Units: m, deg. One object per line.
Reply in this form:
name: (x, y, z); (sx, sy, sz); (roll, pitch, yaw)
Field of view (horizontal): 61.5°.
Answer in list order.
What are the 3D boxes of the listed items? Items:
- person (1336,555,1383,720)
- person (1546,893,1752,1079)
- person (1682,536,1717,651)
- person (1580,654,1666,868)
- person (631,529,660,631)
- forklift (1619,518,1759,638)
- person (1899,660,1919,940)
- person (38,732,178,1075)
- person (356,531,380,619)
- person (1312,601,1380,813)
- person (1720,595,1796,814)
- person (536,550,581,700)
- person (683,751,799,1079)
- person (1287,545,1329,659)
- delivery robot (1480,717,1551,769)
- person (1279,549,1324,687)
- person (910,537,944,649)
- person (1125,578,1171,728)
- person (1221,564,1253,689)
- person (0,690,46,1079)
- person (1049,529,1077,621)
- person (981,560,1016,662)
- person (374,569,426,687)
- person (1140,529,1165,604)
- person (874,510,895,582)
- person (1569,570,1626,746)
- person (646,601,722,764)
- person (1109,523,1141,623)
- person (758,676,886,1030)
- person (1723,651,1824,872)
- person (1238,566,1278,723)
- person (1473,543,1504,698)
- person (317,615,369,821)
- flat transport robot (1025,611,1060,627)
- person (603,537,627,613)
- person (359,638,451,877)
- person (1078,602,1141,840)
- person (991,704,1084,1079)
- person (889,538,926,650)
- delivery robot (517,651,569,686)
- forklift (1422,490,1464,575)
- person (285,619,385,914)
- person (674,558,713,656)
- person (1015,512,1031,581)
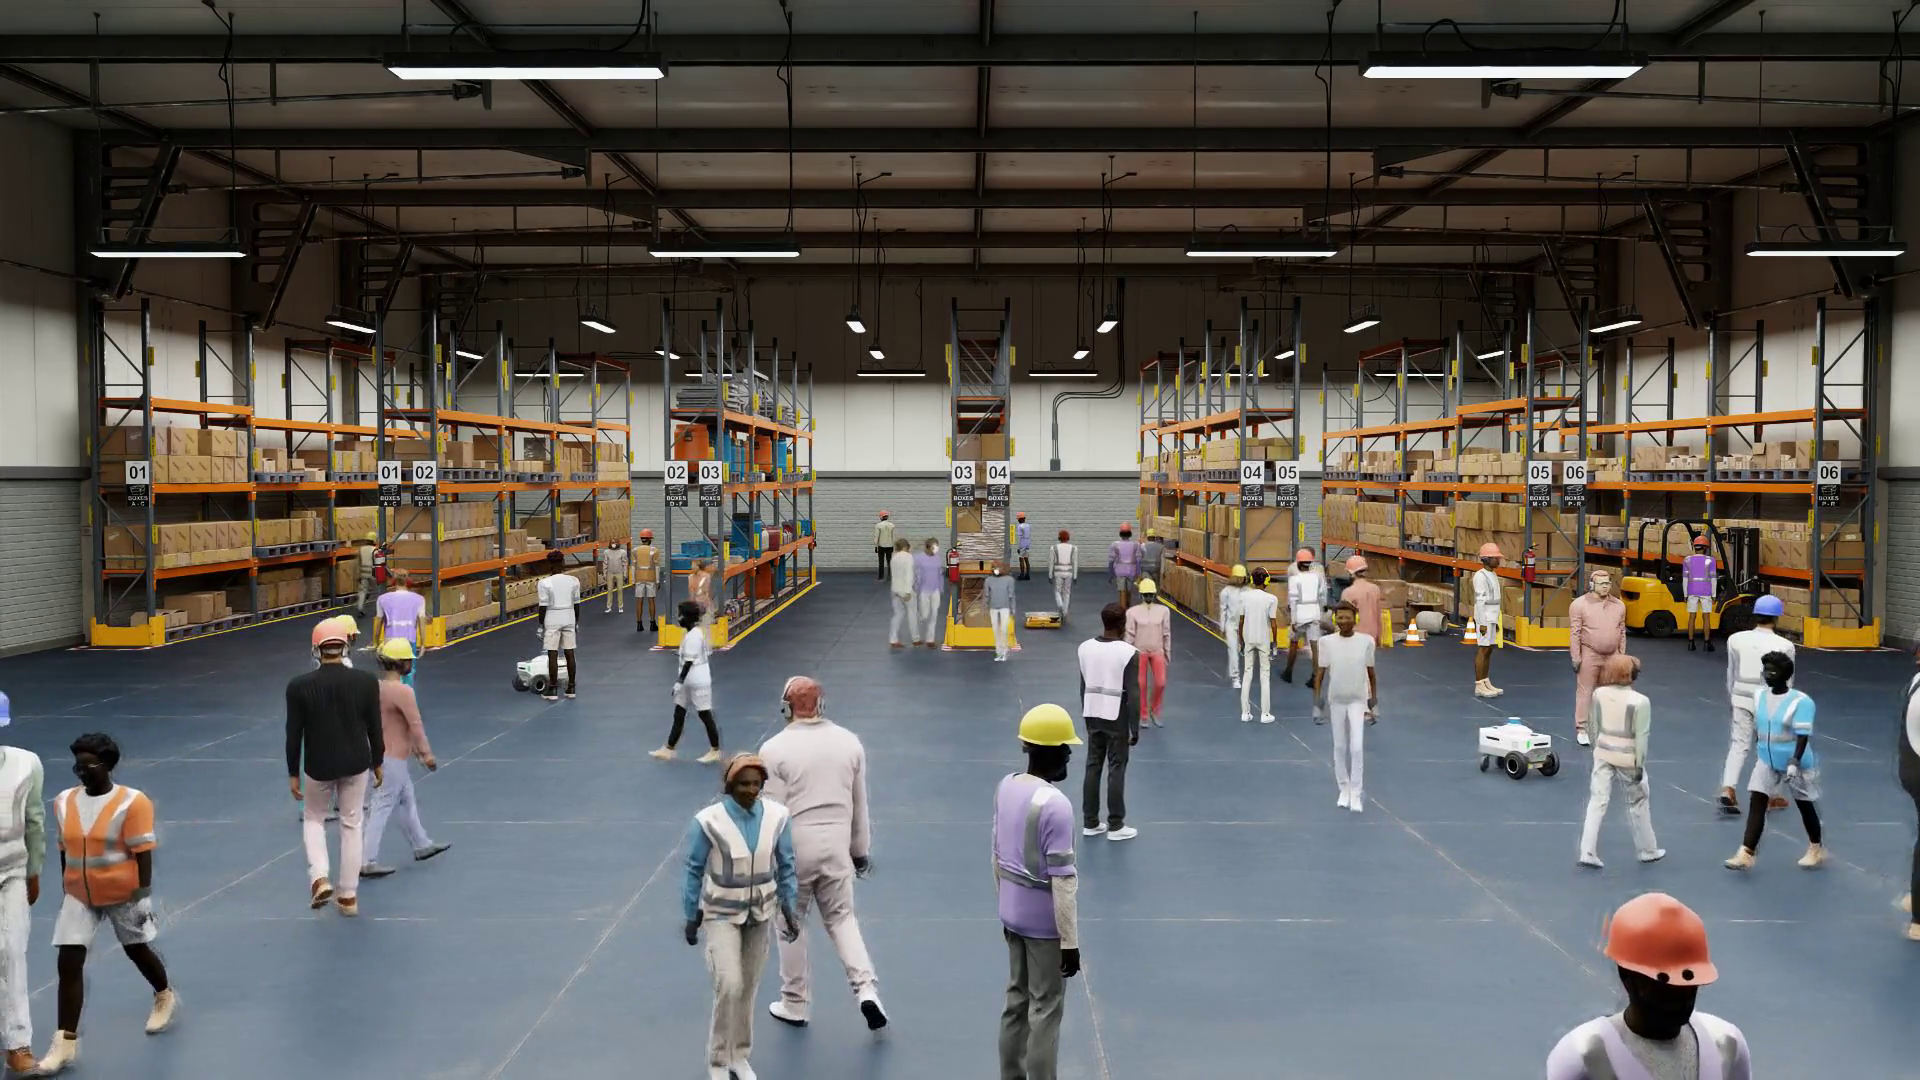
person: (4.797, 1.174, 19.623); (0.654, 1.970, 0.675); (-2, 3, -34)
person: (1.772, 1.831, 4.205); (0.548, 1.896, 0.983); (-1, 2, -16)
person: (12.480, 0.897, 27.225); (0.542, 1.927, 0.374); (2, 3, 40)
person: (4.968, 1.659, 12.156); (0.856, 1.595, 0.519); (-2, 3, -35)
person: (-5.961, 0.757, 30.674); (0.556, 1.933, 0.380); (0, 2, 4)
forklift: (13.417, 0.684, 29.791); (2.313, 2.155, 1.214); (0, 2, 0)
person: (6.250, 1.537, 10.213); (0.538, 2.000, 0.688); (1, 2, 23)
person: (-4.356, 1.786, 8.272); (0.542, 1.655, 0.869); (0, 2, 3)
person: (-12.200, 0.718, 33.358); (0.599, 1.798, 0.882); (0, 2, 9)
person: (3.370, 1.456, 14.131); (0.571, 1.837, 0.828); (1, 2, 16)
person: (6.924, 1.429, 14.044); (0.927, 1.919, 0.602); (-2, 3, -41)
person: (-5.308, 1.115, 21.331); (0.604, 1.959, 0.379); (-2, 3, -40)
person: (-1.036, 1.820, 7.737); (0.528, 1.618, 0.505); (-2, 3, -34)
person: (5.562, 0.999, 25.851); (0.651, 1.829, 0.576); (2, 3, 38)
delivery robot: (5.479, 1.995, 15.948); (0.477, 0.478, 0.707); (-1, 2, -25)
person: (4.820, 1.084, 22.701); (0.545, 1.900, 0.940); (0, 2, -12)
person: (-0.563, 0.894, 27.518); (0.636, 1.912, 0.508); (-2, 3, -39)
person: (2.193, 1.321, 18.748); (0.545, 1.747, 0.547); (0, 2, -3)
person: (3.850, 1.186, 22.543); (0.499, 1.725, 0.564); (0, 2, -9)
person: (-4.880, 1.680, 8.015); (0.636, 1.906, 0.872); (-2, 3, -41)
person: (2.094, 0.711, 32.659); (0.583, 1.865, 0.656); (0, 2, -5)
person: (0.582, 1.122, 25.389); (0.538, 1.608, 0.661); (1, 2, 18)
person: (-6.850, 1.259, 19.769); (0.569, 1.794, 0.974); (-1, 3, -29)
person: (4.143, 0.656, 35.091); (0.607, 1.788, 0.915); (0, 2, 1)
person: (-2.108, 0.162, 44.999); (0.615, 1.987, 0.407); (-1, 3, -31)
person: (7.002, 1.286, 17.680); (0.643, 1.909, 0.410); (0, 2, -7)
person: (-2.803, 1.460, 16.399); (0.819, 1.655, 0.539); (-1, 2, -16)
person: (3.301, 0.663, 32.269); (0.622, 2.003, 1.026); (0, 2, -2)
person: (-0.722, 1.672, 8.583); (0.660, 1.871, 0.743); (-2, 3, -34)
person: (6.096, 1.643, 11.974); (0.910, 1.639, 0.532); (-1, 3, -27)
person: (3.565, 1.245, 19.332); (0.506, 1.863, 0.327); (1, 3, 28)
person: (7.065, 1.062, 21.568); (0.368, 2.048, 0.607); (2, 3, 33)
person: (-5.303, 1.516, 13.845); (0.735, 1.737, 0.554); (-2, 3, -40)
flat transport robot: (1.617, 1.552, 31.782); (0.652, 0.197, 1.431); (0, 2, 2)
person: (-7.393, 0.748, 34.596); (0.507, 1.631, 0.266); (0, 2, -4)
person: (-4.119, 1.599, 12.038); (0.864, 1.731, 0.533); (-2, 3, -43)
person: (1.208, 1.466, 13.144); (0.598, 1.913, 0.385); (2, 3, 41)
person: (0.370, 1.692, 7.224); (0.378, 1.923, 0.596); (-1, 3, -27)
person: (-0.919, 0.910, 27.450); (0.829, 1.881, 0.708); (-2, 3, -41)
delivery robot: (-5.663, 1.754, 22.030); (0.477, 0.478, 0.707); (2, 3, 44)
forklift: (13.926, -0.371, 47.846); (1.873, 2.768, 1.129); (0, 2, 0)
person: (-4.204, 1.524, 10.888); (0.637, 1.978, 0.457); (-1, 3, -26)
person: (-4.278, 1.101, 26.073); (0.518, 1.609, 0.774); (1, 3, 33)
person: (1.755, 0.172, 45.496); (0.389, 1.929, 0.545); (2, 3, 37)
